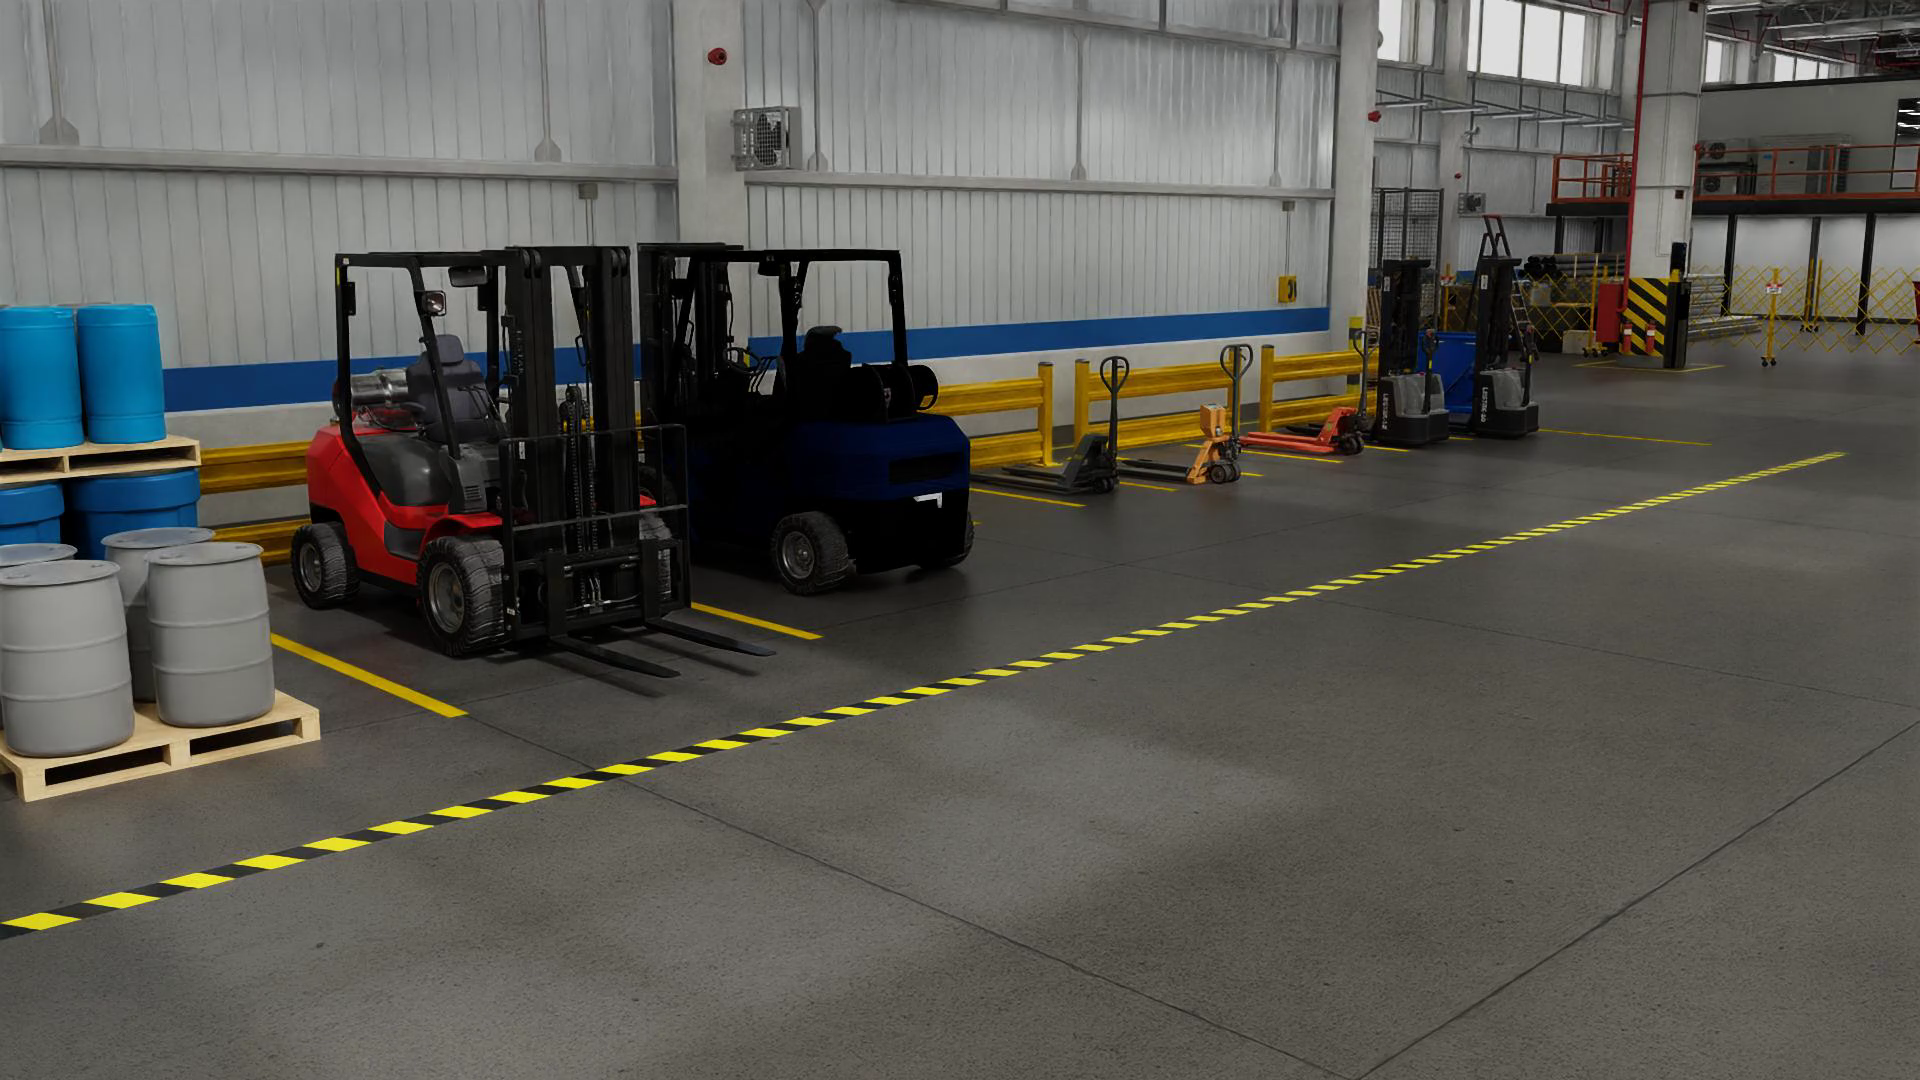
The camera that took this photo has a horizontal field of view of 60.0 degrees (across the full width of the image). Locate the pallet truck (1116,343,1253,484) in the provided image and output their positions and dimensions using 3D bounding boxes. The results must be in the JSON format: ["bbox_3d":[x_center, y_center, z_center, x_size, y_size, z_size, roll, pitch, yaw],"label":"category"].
[{"bbox_3d":[1.962,-1.215,15.415,1.522,1.261,0.704,10,14,43],"label":"pallet truck"}]

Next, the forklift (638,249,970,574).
[{"bbox_3d":[-1.173,-0.958,11.239,2.680,1.987,1.157,10,14,43],"label":"forklift"}]

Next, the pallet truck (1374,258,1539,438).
[{"bbox_3d":[5.704,-2.208,18.901,1.885,1.965,0.823,10,14,43],"label":"pallet truck"}]

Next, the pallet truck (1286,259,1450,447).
[{"bbox_3d":[4.493,-2.078,18.196,0.823,1.965,1.885,-9,14,-40],"label":"pallet truck"}]

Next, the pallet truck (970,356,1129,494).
[{"bbox_3d":[0.784,-1.085,14.876,0.680,1.201,1.601,-10,14,-44],"label":"pallet truck"}]

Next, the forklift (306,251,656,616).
[{"bbox_3d":[-2.833,-0.669,9.694,1.157,1.987,2.680,-10,14,-44],"label":"forklift"}]

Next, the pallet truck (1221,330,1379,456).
[{"bbox_3d":[3.563,-1.581,17.381,0.653,1.274,1.630,-10,14,-44],"label":"pallet truck"}]
